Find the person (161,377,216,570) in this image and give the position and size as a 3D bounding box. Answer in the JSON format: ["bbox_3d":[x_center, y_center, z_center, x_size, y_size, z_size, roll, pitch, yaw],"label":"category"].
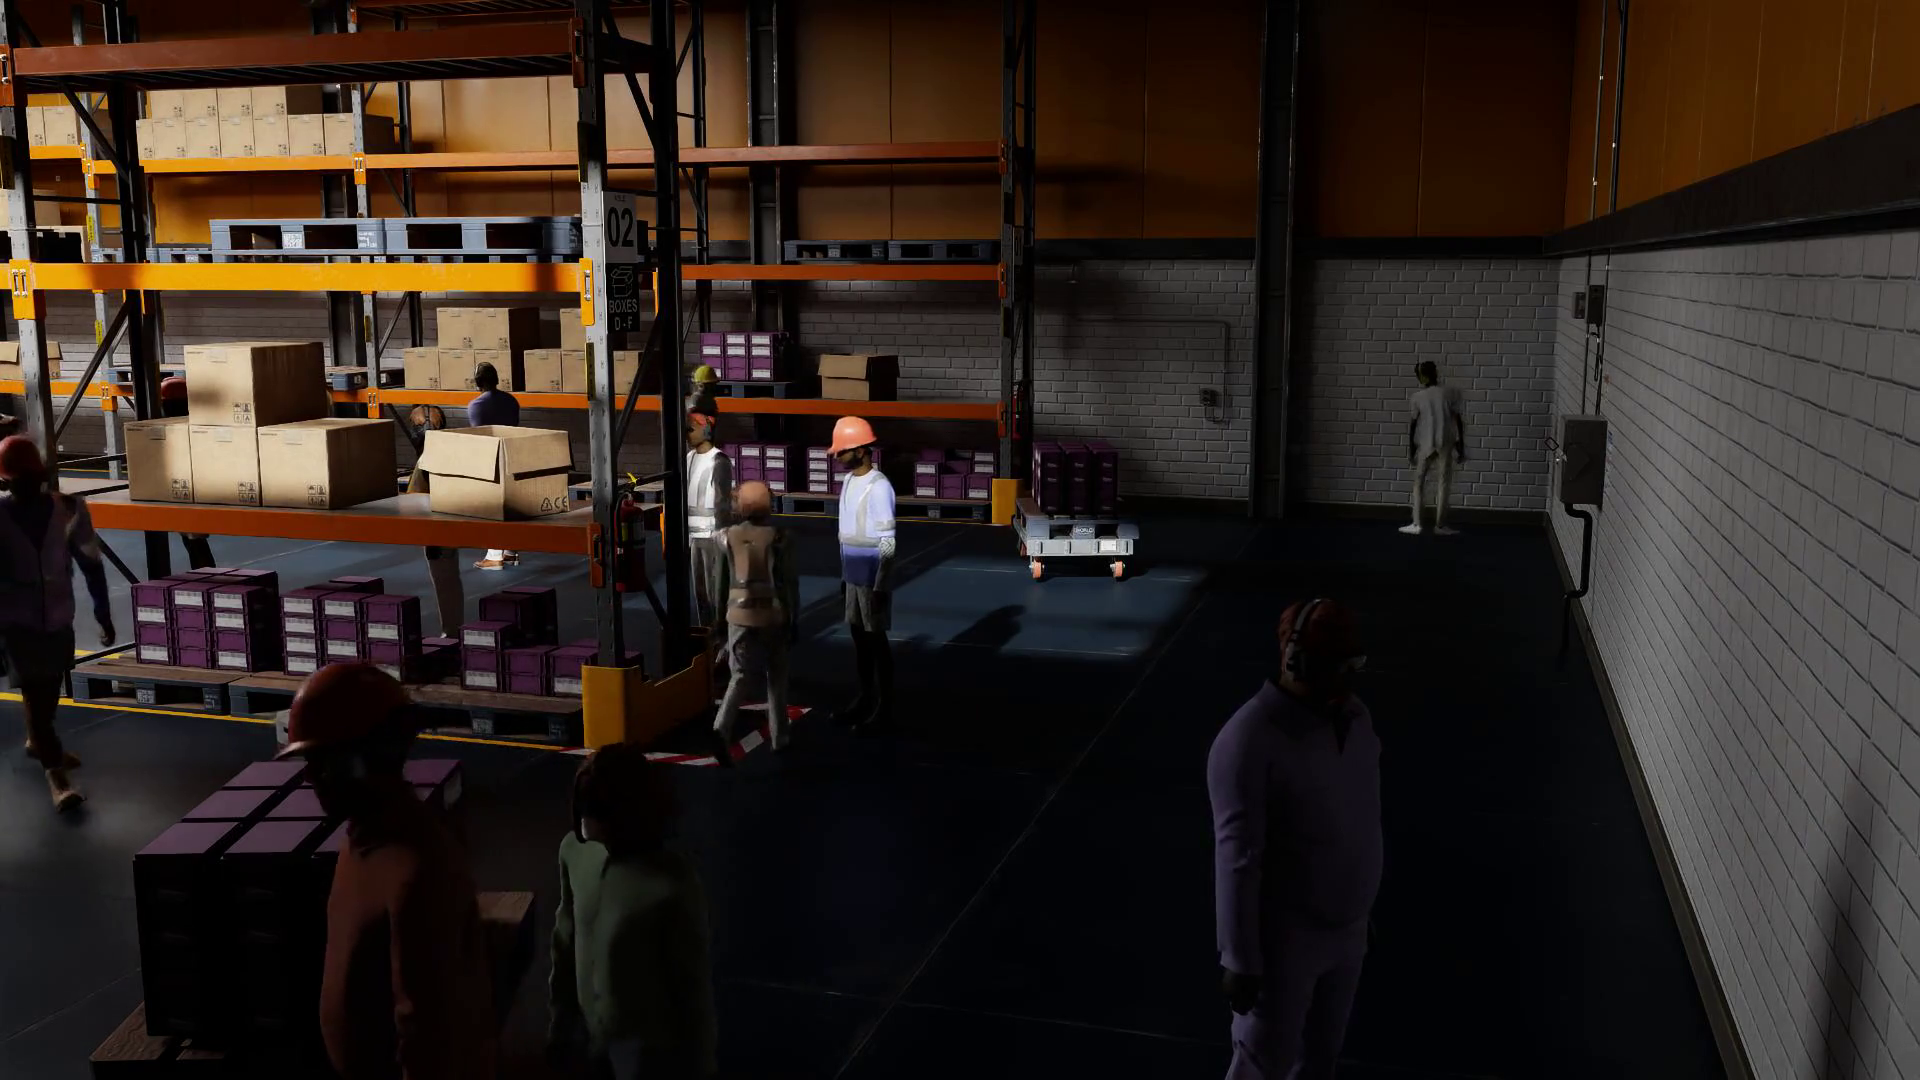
[{"bbox_3d":[-6.227,-0.341,13.371,0.373,1.934,0.551,-8,12,-39],"label":"person"}]

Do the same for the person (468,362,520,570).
[{"bbox_3d":[-4.345,-0.685,15.485,0.371,1.933,0.627,4,10,23],"label":"person"}]

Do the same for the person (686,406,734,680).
[{"bbox_3d":[-1.726,0.018,11.382,0.352,1.878,0.568,-5,11,-30],"label":"person"}]

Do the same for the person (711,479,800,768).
[{"bbox_3d":[-1.177,0.471,9.413,0.523,1.607,0.728,2,9,10],"label":"person"}]

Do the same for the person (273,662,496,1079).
[{"bbox_3d":[-1.270,1.242,3.637,0.656,1.955,0.671,-6,11,-33],"label":"person"}]

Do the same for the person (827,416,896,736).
[{"bbox_3d":[-0.597,0.217,10.003,0.388,1.925,0.548,-5,11,-27],"label":"person"}]

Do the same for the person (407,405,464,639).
[{"bbox_3d":[-3.745,-0.050,11.918,0.429,1.836,0.620,-2,10,-14],"label":"person"}]

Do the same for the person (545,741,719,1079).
[{"bbox_3d":[-0.813,1.292,4.412,0.497,1.608,0.653,7,12,38],"label":"person"}]

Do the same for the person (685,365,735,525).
[{"bbox_3d":[-2.732,-0.958,17.584,0.901,1.797,0.595,1,9,5],"label":"person"}]

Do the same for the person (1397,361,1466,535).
[{"bbox_3d":[4.956,-0.947,17.402,0.653,1.835,0.353,3,10,17],"label":"person"}]

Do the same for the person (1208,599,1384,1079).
[{"bbox_3d":[0.978,1.100,4.686,0.654,1.904,0.406,-9,13,-43],"label":"person"}]

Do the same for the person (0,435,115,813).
[{"bbox_3d":[-4.917,0.401,8.831,1.100,1.979,0.676,9,13,43],"label":"person"}]

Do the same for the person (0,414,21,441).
[{"bbox_3d":[-8.108,-0.282,14.073,0.890,1.590,0.506,5,10,26],"label":"person"}]

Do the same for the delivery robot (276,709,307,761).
[{"bbox_3d":[-3.344,1.042,8.858,0.707,0.478,0.477,9,13,43],"label":"delivery robot"}]

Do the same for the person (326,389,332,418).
[{"bbox_3d":[-6.753,-0.930,17.252,0.430,1.844,0.623,2,9,11],"label":"person"}]
